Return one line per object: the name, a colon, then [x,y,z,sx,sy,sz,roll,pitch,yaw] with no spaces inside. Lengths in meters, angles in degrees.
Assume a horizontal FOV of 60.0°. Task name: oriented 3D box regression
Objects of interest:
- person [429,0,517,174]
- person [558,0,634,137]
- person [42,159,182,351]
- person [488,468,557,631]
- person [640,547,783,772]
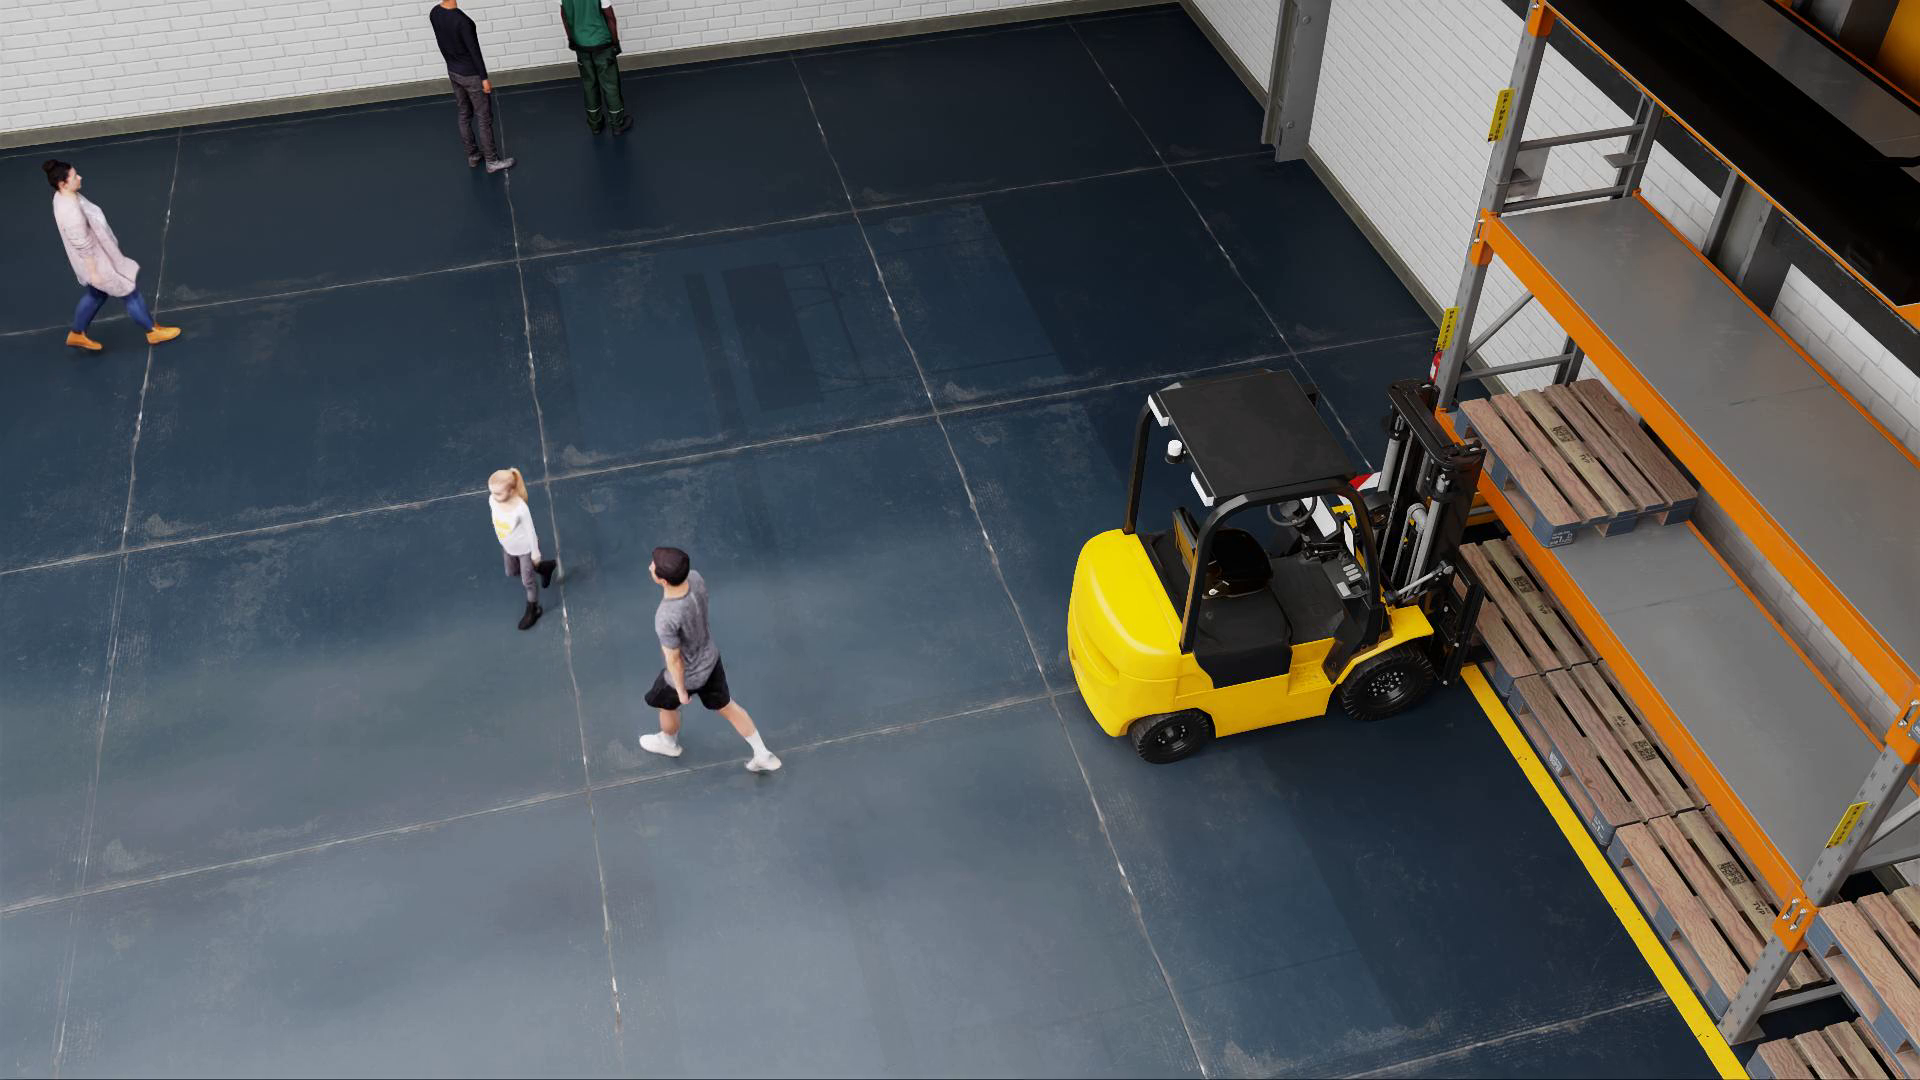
person: [-4.455,-4.208,15.002,0.698,1.871,0.768,24,49,23]
person: [-3.411,-4.638,15.476,0.776,1.840,0.765,7,44,7]
person: [-6.836,-2.171,12.980,0.915,1.711,1.088,-21,48,-21]
person: [-2.877,0.001,11.022,0.732,1.267,0.801,20,47,20]
person: [-1.486,0.759,9.810,1.212,1.842,1.205,19,47,19]
